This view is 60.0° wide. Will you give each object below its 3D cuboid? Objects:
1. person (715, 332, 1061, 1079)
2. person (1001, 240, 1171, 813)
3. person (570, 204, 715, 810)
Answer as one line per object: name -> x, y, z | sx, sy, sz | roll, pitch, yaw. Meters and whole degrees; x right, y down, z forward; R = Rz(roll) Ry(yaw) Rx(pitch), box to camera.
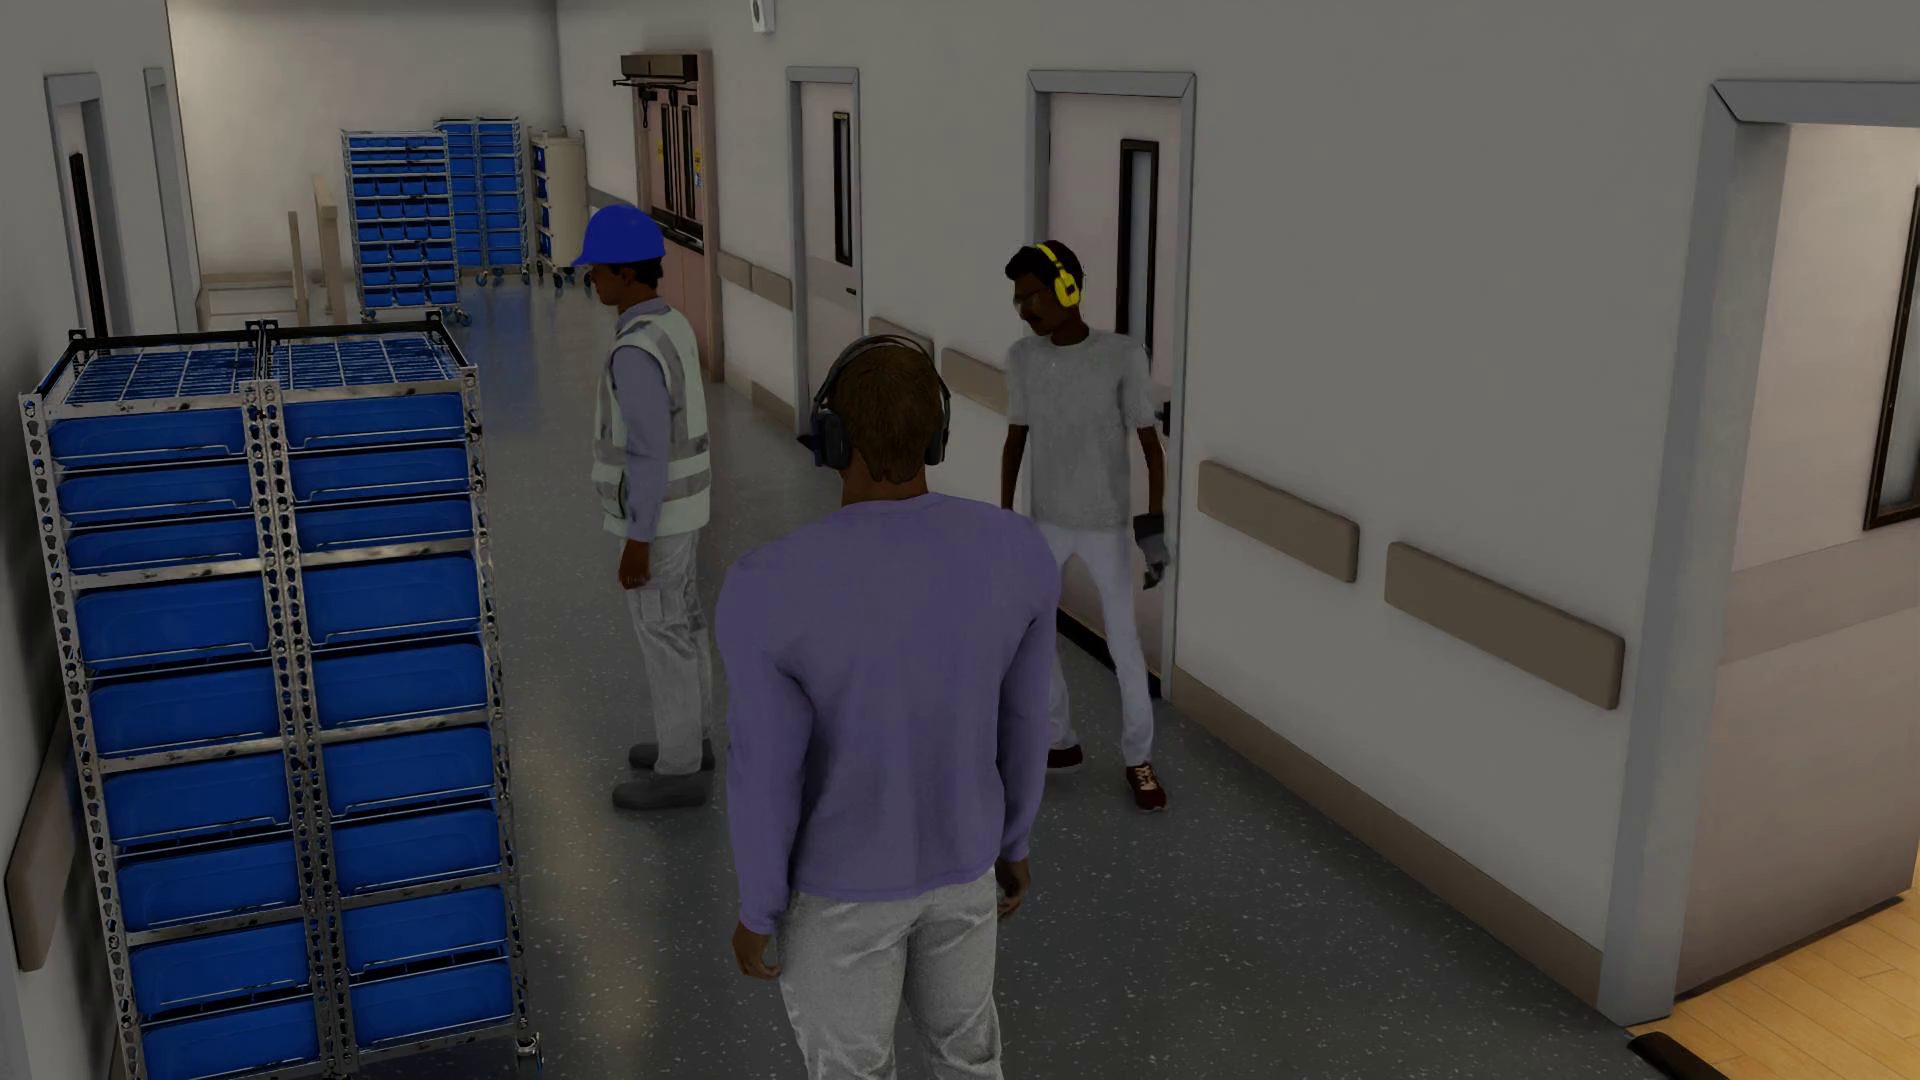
person -> -0.128, 0.593, 2.989 | 0.631, 1.940, 0.372 | -9, 18, -28
person -> 0.397, -0.032, 5.333 | 0.621, 1.836, 0.359 | 8, 18, 27
person -> -0.996, -0.092, 5.346 | 0.410, 1.943, 0.615 | 0, 16, 0
